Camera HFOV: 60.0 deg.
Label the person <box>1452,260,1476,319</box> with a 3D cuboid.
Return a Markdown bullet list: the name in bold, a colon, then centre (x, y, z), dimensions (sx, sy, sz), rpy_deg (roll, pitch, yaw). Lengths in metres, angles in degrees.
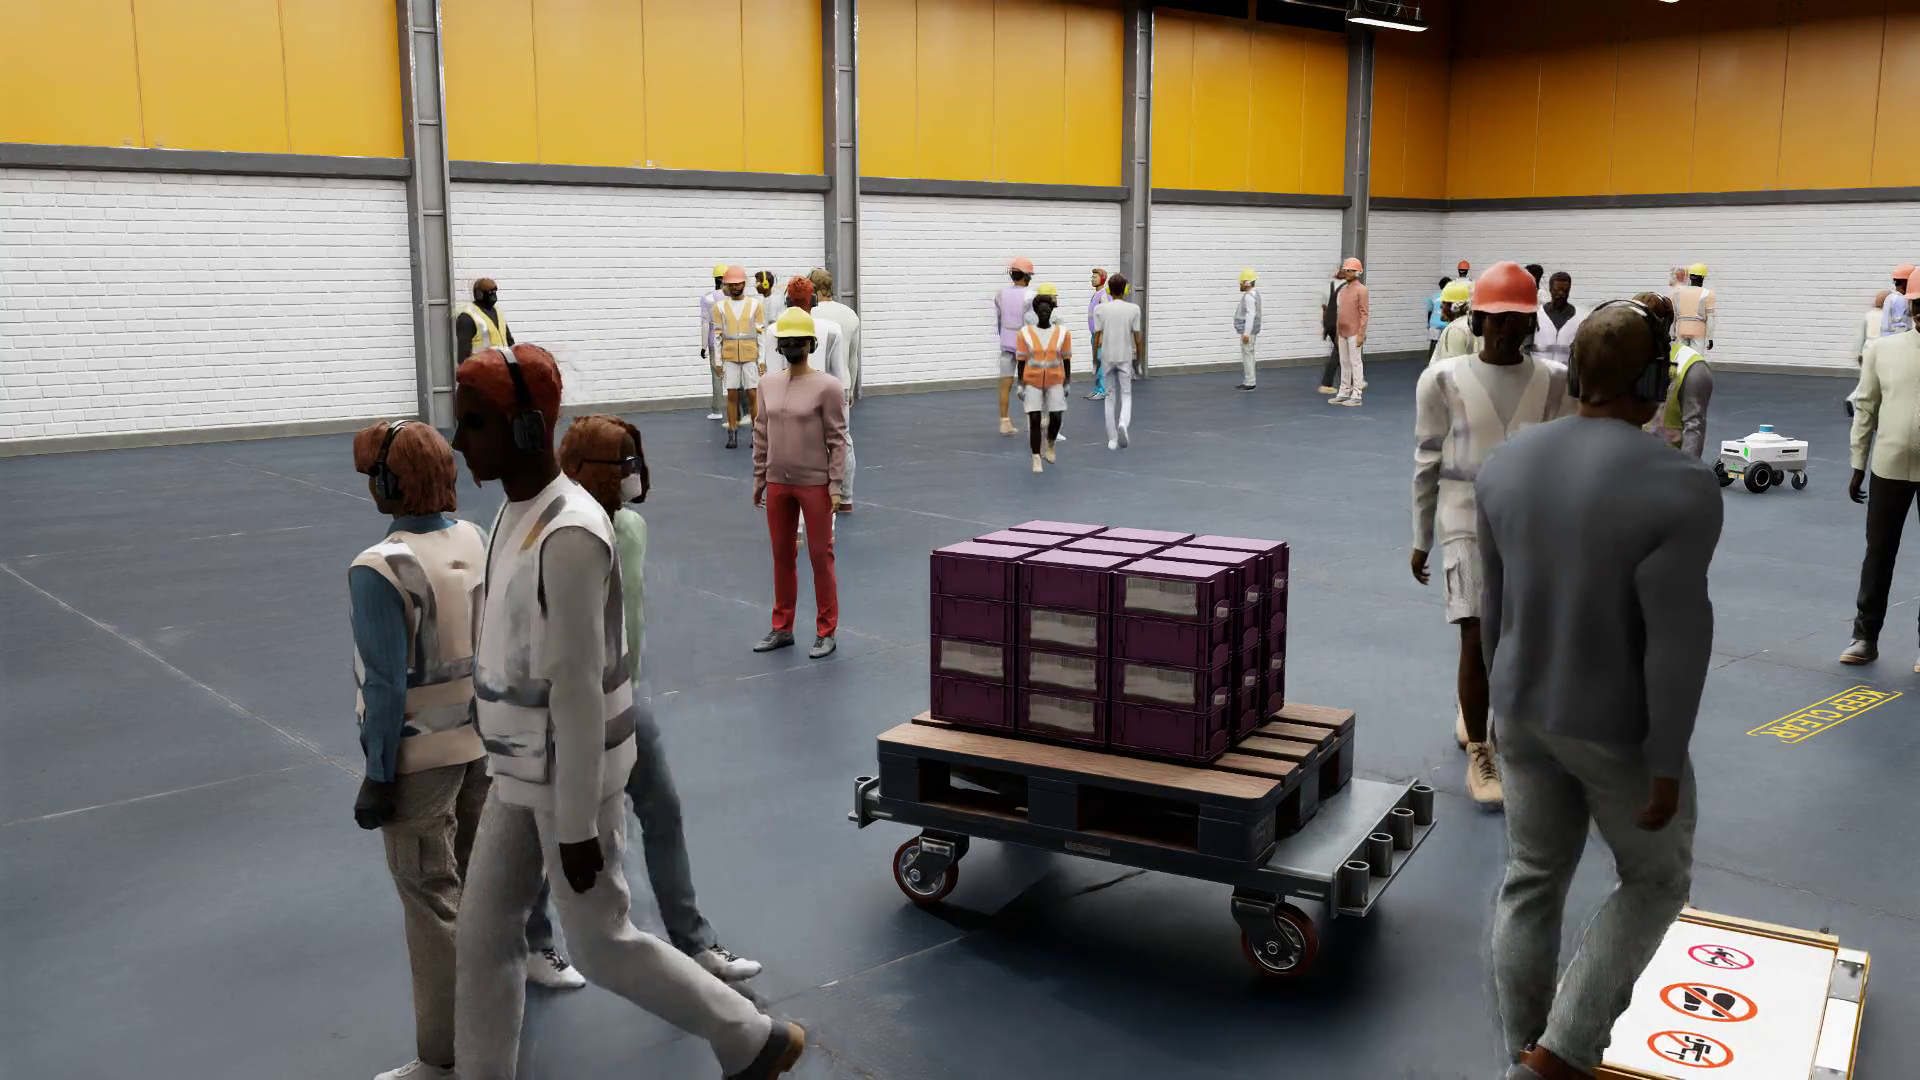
- **person**: centre (9.730, -4.447, 32.271), dimensions (0.543, 1.939, 0.360), rpy_deg (4, 11, 23)

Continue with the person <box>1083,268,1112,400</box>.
- **person**: centre (1.971, -2.886, 23.417), dimensions (0.389, 1.843, 0.566), rpy_deg (-1, 10, -8)

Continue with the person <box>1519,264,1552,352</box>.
- **person**: centre (7.302, -2.582, 21.405), dimensions (1.015, 1.911, 0.630), rpy_deg (-1, 10, -6)

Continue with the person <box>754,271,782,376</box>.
- **person**: centre (-2.288, -2.306, 20.014), dimensions (0.413, 1.849, 0.527), rpy_deg (-4, 10, -20)

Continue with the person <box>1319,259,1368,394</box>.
- **person**: centre (5.696, -3.180, 24.555), dimensions (1.038, 2.000, 0.694), rpy_deg (-5, 11, -28)

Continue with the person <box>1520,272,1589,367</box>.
- **person**: centre (5.236, -1.410, 14.662), dimensions (0.589, 1.875, 0.956), rpy_deg (2, 10, 12)

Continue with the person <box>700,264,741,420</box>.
- **person**: centre (-2.939, -2.447, 20.593), dimensions (0.594, 1.925, 0.368), rpy_deg (-5, 11, -29)

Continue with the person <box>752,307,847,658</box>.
- **person**: centre (-0.822, -0.288, 8.417), dimensions (0.533, 1.772, 0.296), rpy_deg (5, 11, 26)

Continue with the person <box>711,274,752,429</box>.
- **person**: centre (-2.677, -2.211, 19.484), dimensions (0.517, 1.830, 0.395), rpy_deg (9, 13, 44)

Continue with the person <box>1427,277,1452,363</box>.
- **person**: centre (8.414, -3.764, 29.096), dimensions (0.529, 1.664, 0.842), rpy_deg (5, 11, 26)

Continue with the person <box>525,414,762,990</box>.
- **person**: centre (-0.921, 0.468, 4.470), dimensions (0.797, 1.601, 0.503), rpy_deg (5, 11, 27)

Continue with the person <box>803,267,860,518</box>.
- **person**: centre (-1.044, -1.124, 12.835), dimensions (0.371, 1.935, 0.627), rpy_deg (9, 13, 42)

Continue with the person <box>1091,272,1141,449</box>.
- **person**: centre (1.619, -1.842, 17.269), dimensions (0.519, 1.858, 0.612), rpy_deg (1, 10, 7)

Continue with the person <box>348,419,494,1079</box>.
- **person**: centre (-1.283, 0.525, 4.038), dimensions (0.311, 1.639, 0.521), rpy_deg (2, 10, 14)

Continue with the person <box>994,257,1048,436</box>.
- **person**: centre (0.708, -2.193, 18.878), dimensions (0.612, 2.000, 0.917), rpy_deg (5, 11, 29)

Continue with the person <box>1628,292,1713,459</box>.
- **person**: centre (3.461, -0.337, 8.495), dimensions (0.429, 1.845, 0.621), rpy_deg (-7, 12, -34)

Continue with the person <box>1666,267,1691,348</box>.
- **person**: centre (10.955, -3.225, 25.397), dimensions (0.649, 1.866, 1.015), rpy_deg (-9, 13, -42)

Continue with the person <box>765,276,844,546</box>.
- **person**: centre (-1.088, -0.900, 11.661), dimensions (0.583, 1.883, 0.338), rpy_deg (-5, 11, -26)

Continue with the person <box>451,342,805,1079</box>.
- **person**: centre (-0.819, 0.492, 3.625), dimensions (0.900, 1.854, 0.594), rpy_deg (-5, 11, -26)

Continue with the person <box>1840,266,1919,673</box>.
- **person**: centre (4.659, -0.344, 8.089), dimensions (0.614, 1.993, 0.395), rpy_deg (8, 13, 39)

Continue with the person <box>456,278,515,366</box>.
- **person**: centre (-4.563, -1.666, 16.376), dimensions (0.918, 1.796, 0.646), rpy_deg (3, 10, 18)

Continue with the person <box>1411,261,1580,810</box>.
- **person**: centre (2.038, -0.060, 6.396), dimensions (0.616, 2.015, 0.950), rpy_deg (1, 10, 4)

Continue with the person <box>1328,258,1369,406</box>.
- **person**: centre (5.292, -2.818, 22.563), dimensions (0.372, 1.997, 0.622), rpy_deg (-4, 10, -21)

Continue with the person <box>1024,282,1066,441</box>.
- **person**: centre (0.929, -1.952, 18.243), dimensions (0.488, 1.741, 0.316), rpy_deg (6, 11, 31)

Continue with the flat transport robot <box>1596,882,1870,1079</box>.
- **flat transport robot**: centre (1.843, 1.196, 4.109), dimensions (0.652, 0.197, 1.431), rpy_deg (6, 11, 31)

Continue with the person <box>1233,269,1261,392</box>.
- **person**: centre (4.292, -3.125, 24.874), dimensions (0.404, 1.828, 0.608), rpy_deg (3, 10, 15)

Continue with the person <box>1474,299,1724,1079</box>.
- **person**: centre (1.436, 0.421, 3.807), dimensions (0.424, 1.926, 0.628), rpy_deg (-7, 12, -34)

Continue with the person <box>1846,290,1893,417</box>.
- **person**: centre (11.099, -2.225, 20.212), dimensions (0.483, 1.623, 0.514), rpy_deg (-4, 11, -24)

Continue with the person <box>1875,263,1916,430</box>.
- **person**: centre (10.768, -2.196, 19.098), dimensions (0.359, 1.936, 0.552), rpy_deg (3, 10, 16)

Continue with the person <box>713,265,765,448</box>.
- **person**: centre (-2.323, -1.918, 17.516), dimensions (0.544, 1.933, 0.379), rpy_deg (0, 10, 0)

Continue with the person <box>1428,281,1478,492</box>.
- **person**: centre (4.243, -1.267, 14.017), dimensions (0.683, 1.819, 0.592), rpy_deg (4, 11, 23)

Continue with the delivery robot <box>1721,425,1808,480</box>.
- **delivery robot**: centre (6.986, -0.757, 14.440), dimensions (0.707, 0.478, 0.477), rpy_deg (-3, 10, -17)

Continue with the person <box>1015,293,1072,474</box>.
- **person**: centre (0.776, -1.466, 15.584), dimensions (0.544, 1.686, 0.436), rpy_deg (0, 10, -3)

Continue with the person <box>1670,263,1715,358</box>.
- **person**: centre (9.990, -2.804, 22.691), dimensions (0.594, 1.924, 0.379), rpy_deg (9, 14, 44)
